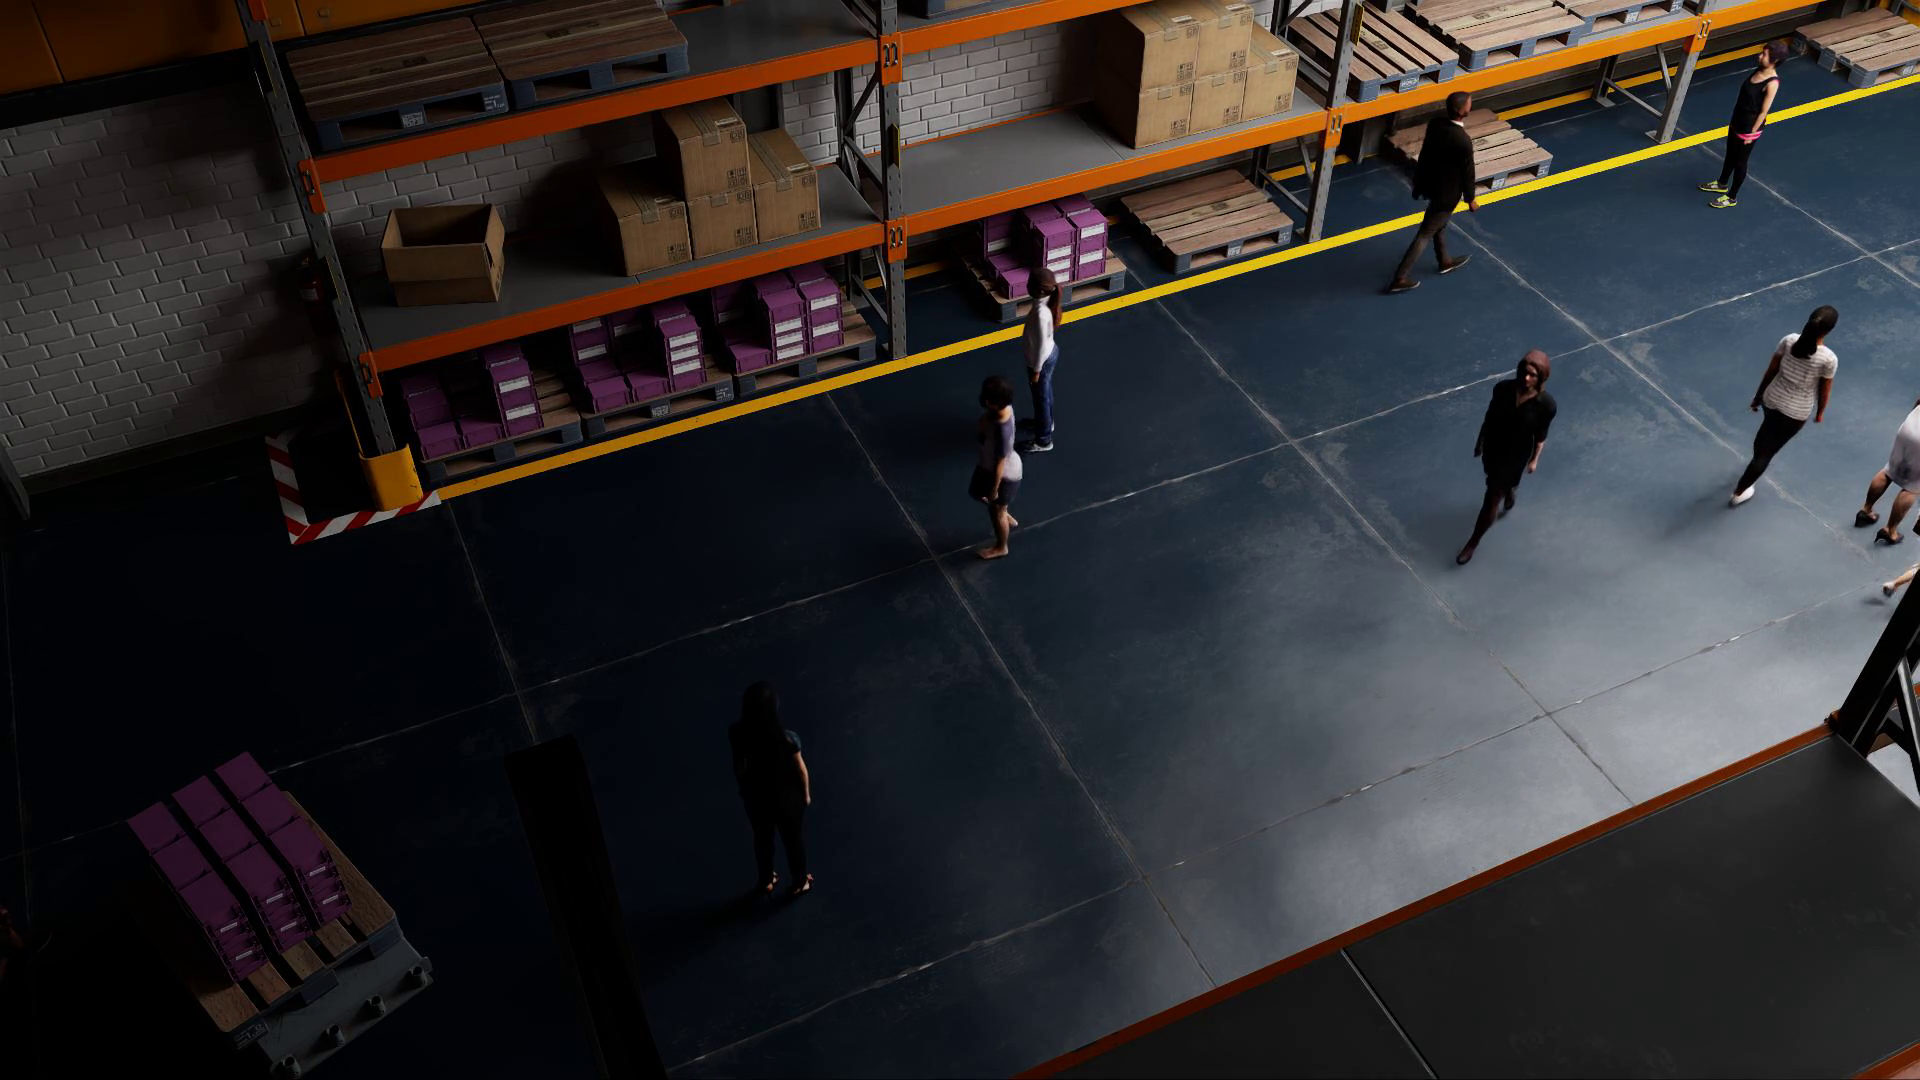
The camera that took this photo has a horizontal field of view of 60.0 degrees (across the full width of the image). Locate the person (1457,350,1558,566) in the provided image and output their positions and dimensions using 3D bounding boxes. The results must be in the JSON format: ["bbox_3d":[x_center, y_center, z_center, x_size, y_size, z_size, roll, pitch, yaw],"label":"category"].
[{"bbox_3d":[3.773,-0.636,11.401,0.877,1.669,1.148,32,52,29],"label":"person"}]

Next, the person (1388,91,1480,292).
[{"bbox_3d":[3.862,-2.803,13.604,1.058,1.766,0.712,-15,46,-15],"label":"person"}]

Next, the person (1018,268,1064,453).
[{"bbox_3d":[0.600,-1.338,12.218,0.653,1.557,0.618,5,44,6],"label":"person"}]

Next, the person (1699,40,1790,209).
[{"bbox_3d":[6.969,-3.695,14.696,0.625,1.553,0.611,0,44,0],"label":"person"}]

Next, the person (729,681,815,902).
[{"bbox_3d":[-1.038,1.409,9.206,0.606,1.734,0.695,7,44,7],"label":"person"}]

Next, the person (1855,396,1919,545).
[{"bbox_3d":[6.616,-0.695,11.406,0.510,1.748,0.561,-16,46,-16],"label":"person"}]

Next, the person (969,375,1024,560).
[{"bbox_3d":[0.323,-0.496,11.335,0.636,1.557,0.616,-8,44,-8],"label":"person"}]

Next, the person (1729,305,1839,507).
[{"bbox_3d":[5.766,-0.902,11.715,0.914,1.619,0.656,-24,49,-23],"label":"person"}]
